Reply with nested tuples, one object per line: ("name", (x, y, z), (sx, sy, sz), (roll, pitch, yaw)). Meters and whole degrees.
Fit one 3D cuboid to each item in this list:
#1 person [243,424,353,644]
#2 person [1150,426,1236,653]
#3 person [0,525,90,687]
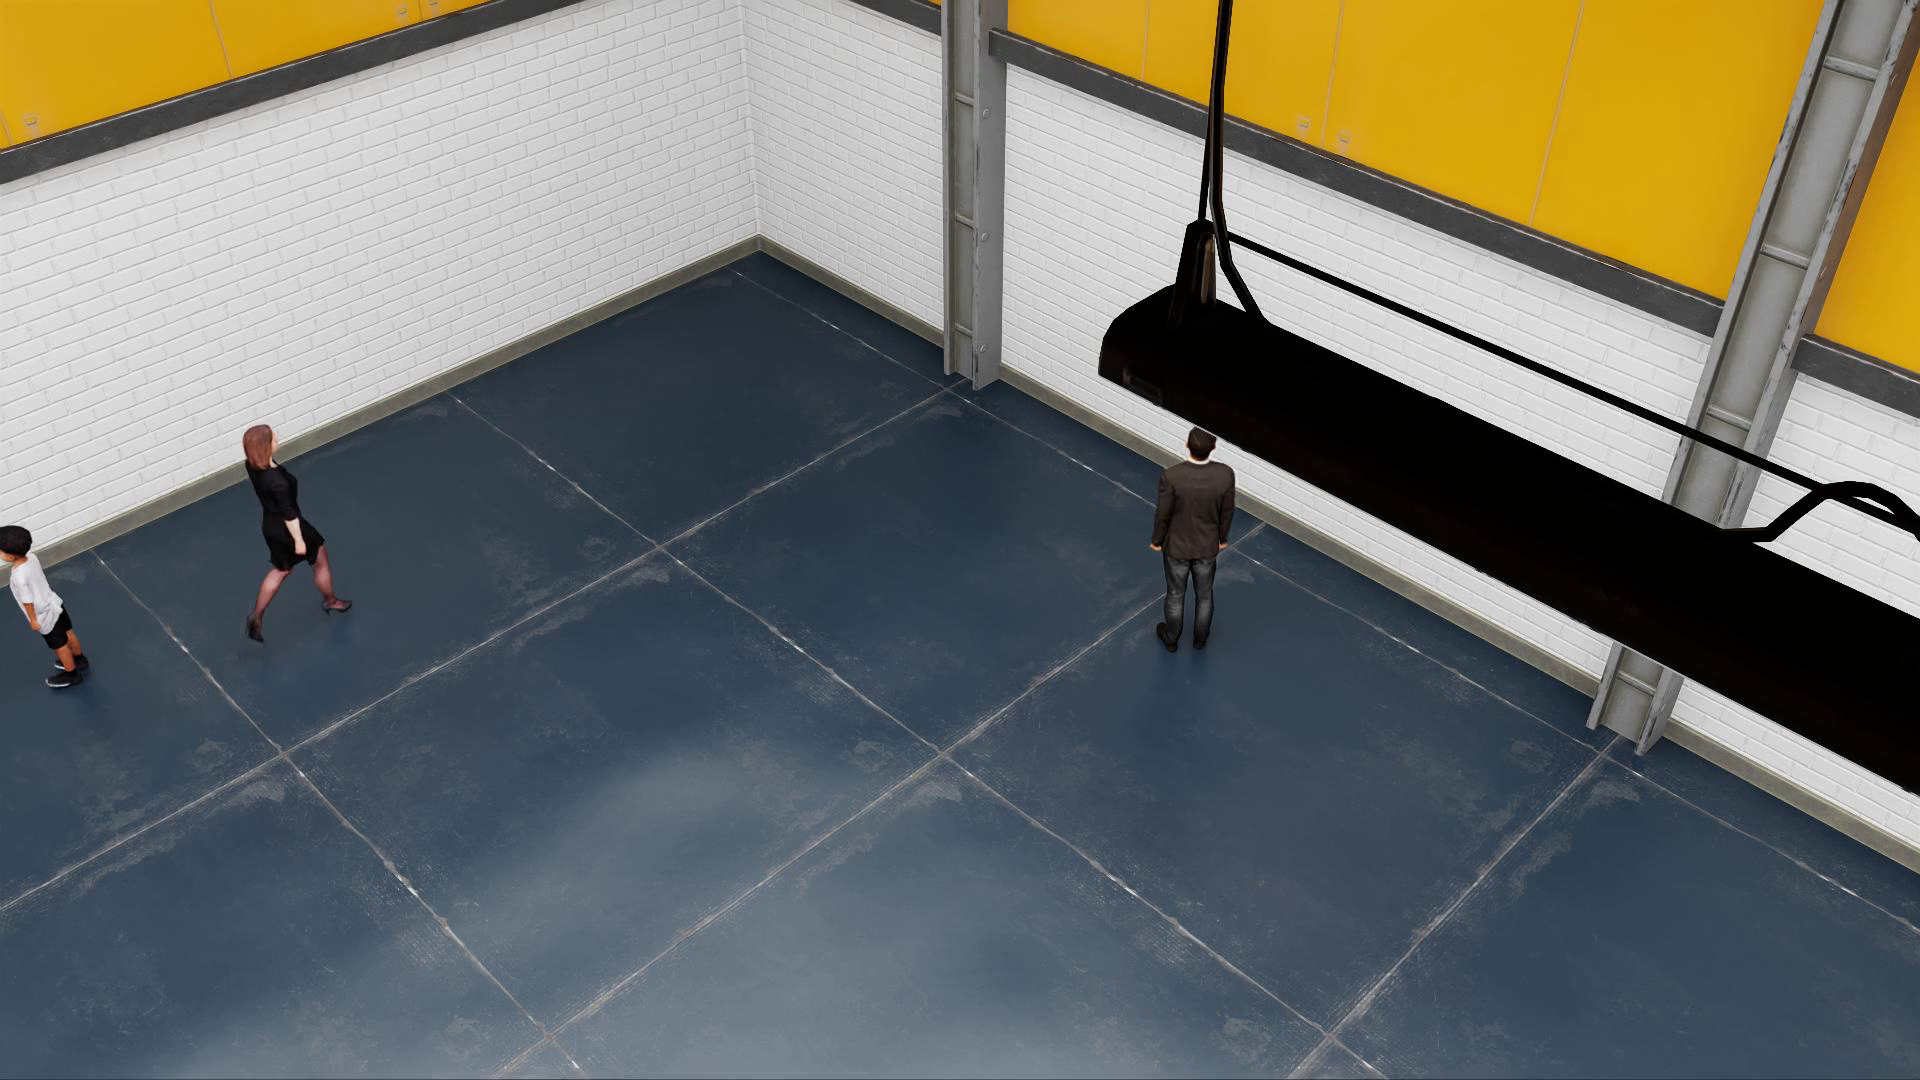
("person", (-4.563, -0.014, 11.088), (0.965, 1.678, 0.723), (27, 46, 30))
("person", (1.532, -0.007, 10.978), (0.743, 1.804, 0.781), (-3, 39, -3))
("person", (-5.998, 0.420, 10.882), (0.625, 1.257, 0.551), (-7, 39, -9))
